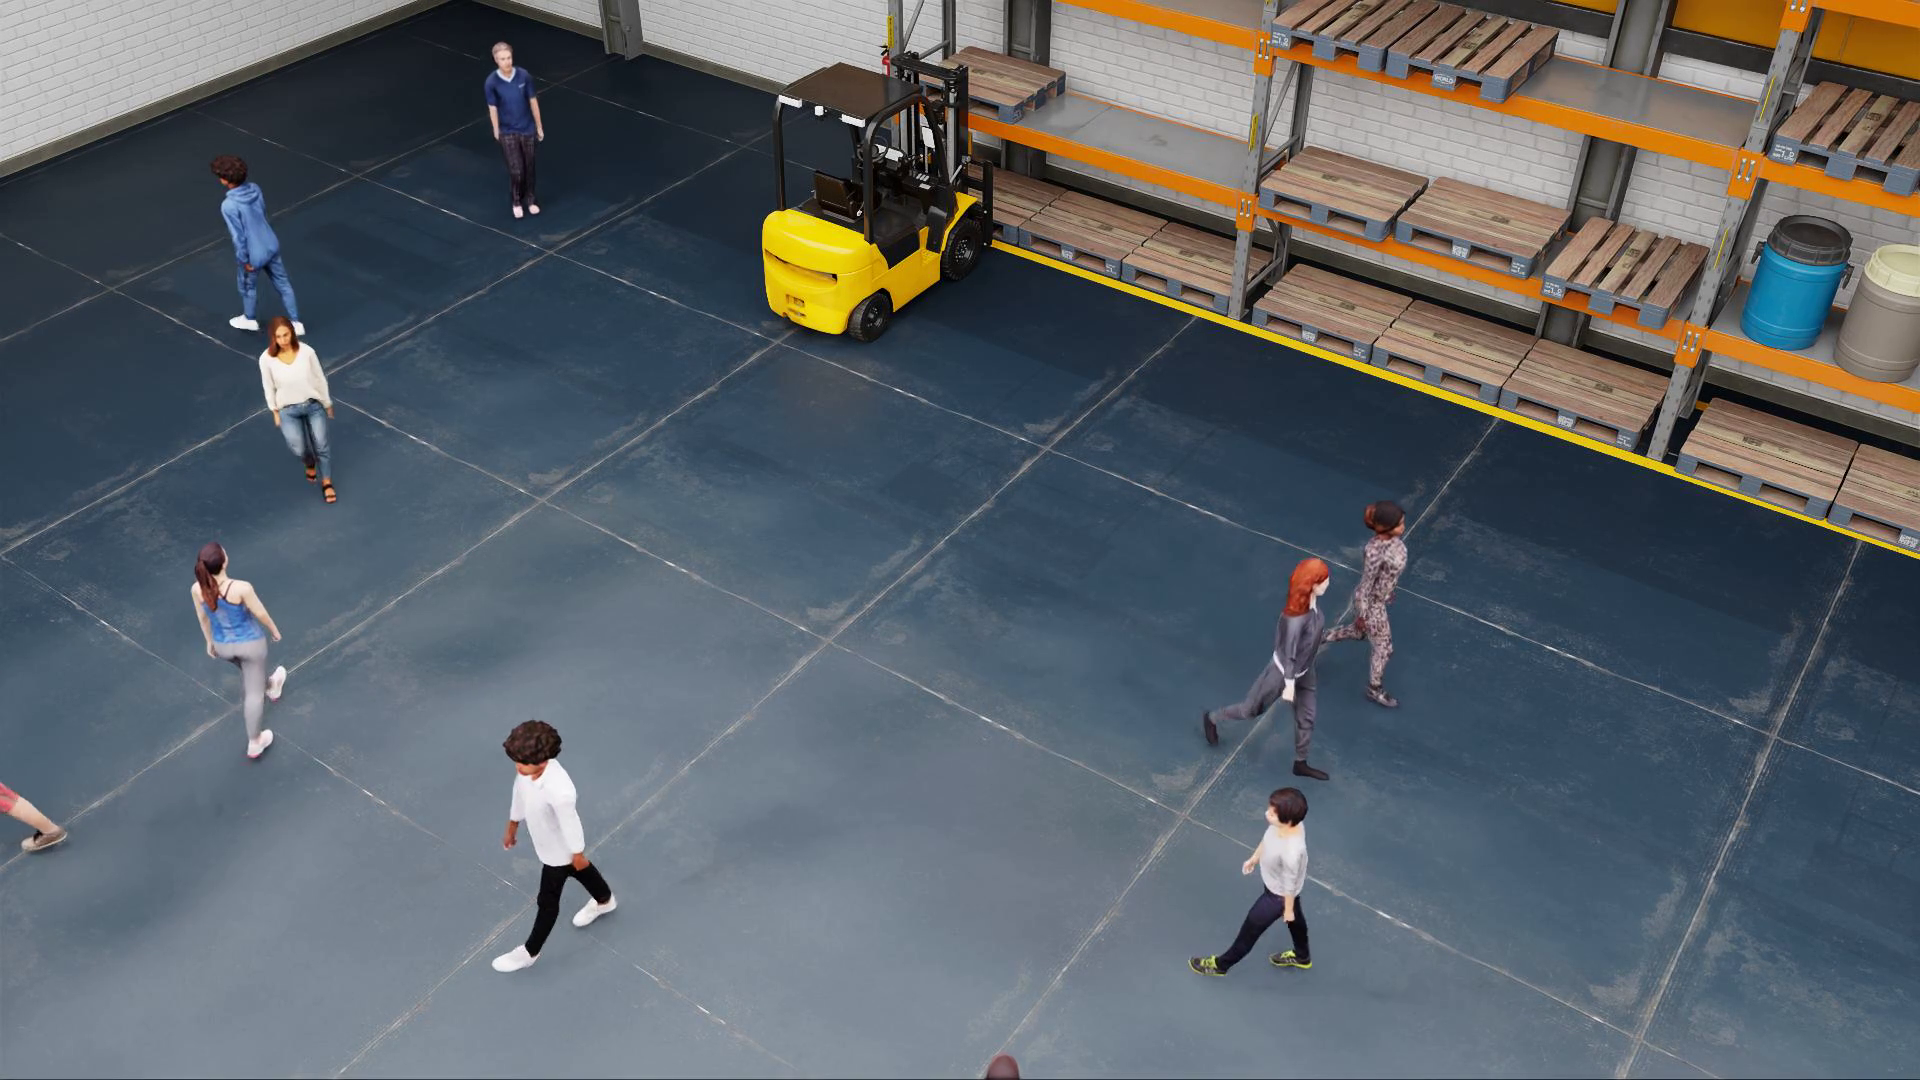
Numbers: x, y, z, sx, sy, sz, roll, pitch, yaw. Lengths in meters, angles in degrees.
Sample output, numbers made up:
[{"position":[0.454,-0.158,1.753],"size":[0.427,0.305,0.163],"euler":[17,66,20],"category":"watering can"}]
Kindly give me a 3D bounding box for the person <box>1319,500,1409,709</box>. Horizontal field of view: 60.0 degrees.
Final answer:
[{"position":[2.760,0.395,11.414],"size":[1.046,1.692,0.608],"euler":[22,44,25],"category":"person"}]

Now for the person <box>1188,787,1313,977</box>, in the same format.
[{"position":[1.927,1.987,9.557],"size":[1.051,1.522,0.854],"euler":[5,39,6],"category":"person"}]

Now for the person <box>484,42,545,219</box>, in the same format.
[{"position":[-4.578,-4.237,17.080],"size":[0.786,1.859,0.803],"euler":[-20,43,-23],"category":"person"}]

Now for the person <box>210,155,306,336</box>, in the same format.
[{"position":[-6.335,-2.643,15.145],"size":[1.012,1.783,0.800],"euler":[16,41,19],"category":"person"}]

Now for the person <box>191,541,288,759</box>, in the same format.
[{"position":[-4.812,0.749,11.067],"size":[1.063,1.571,1.001],"euler":[2,39,2],"category":"person"}]

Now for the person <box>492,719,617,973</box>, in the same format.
[{"position":[-2.305,1.695,9.724],"size":[0.931,1.769,1.095],"euler":[-24,45,-27],"category":"person"}]

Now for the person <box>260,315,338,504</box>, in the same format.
[{"position":[-5.267,-1.088,13.284],"size":[0.776,1.675,0.826],"euler":[-15,41,-18],"category":"person"}]

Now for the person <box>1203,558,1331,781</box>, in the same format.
[{"position":[2.061,0.827,10.832],"size":[1.167,1.743,0.676],"euler":[23,44,26],"category":"person"}]
